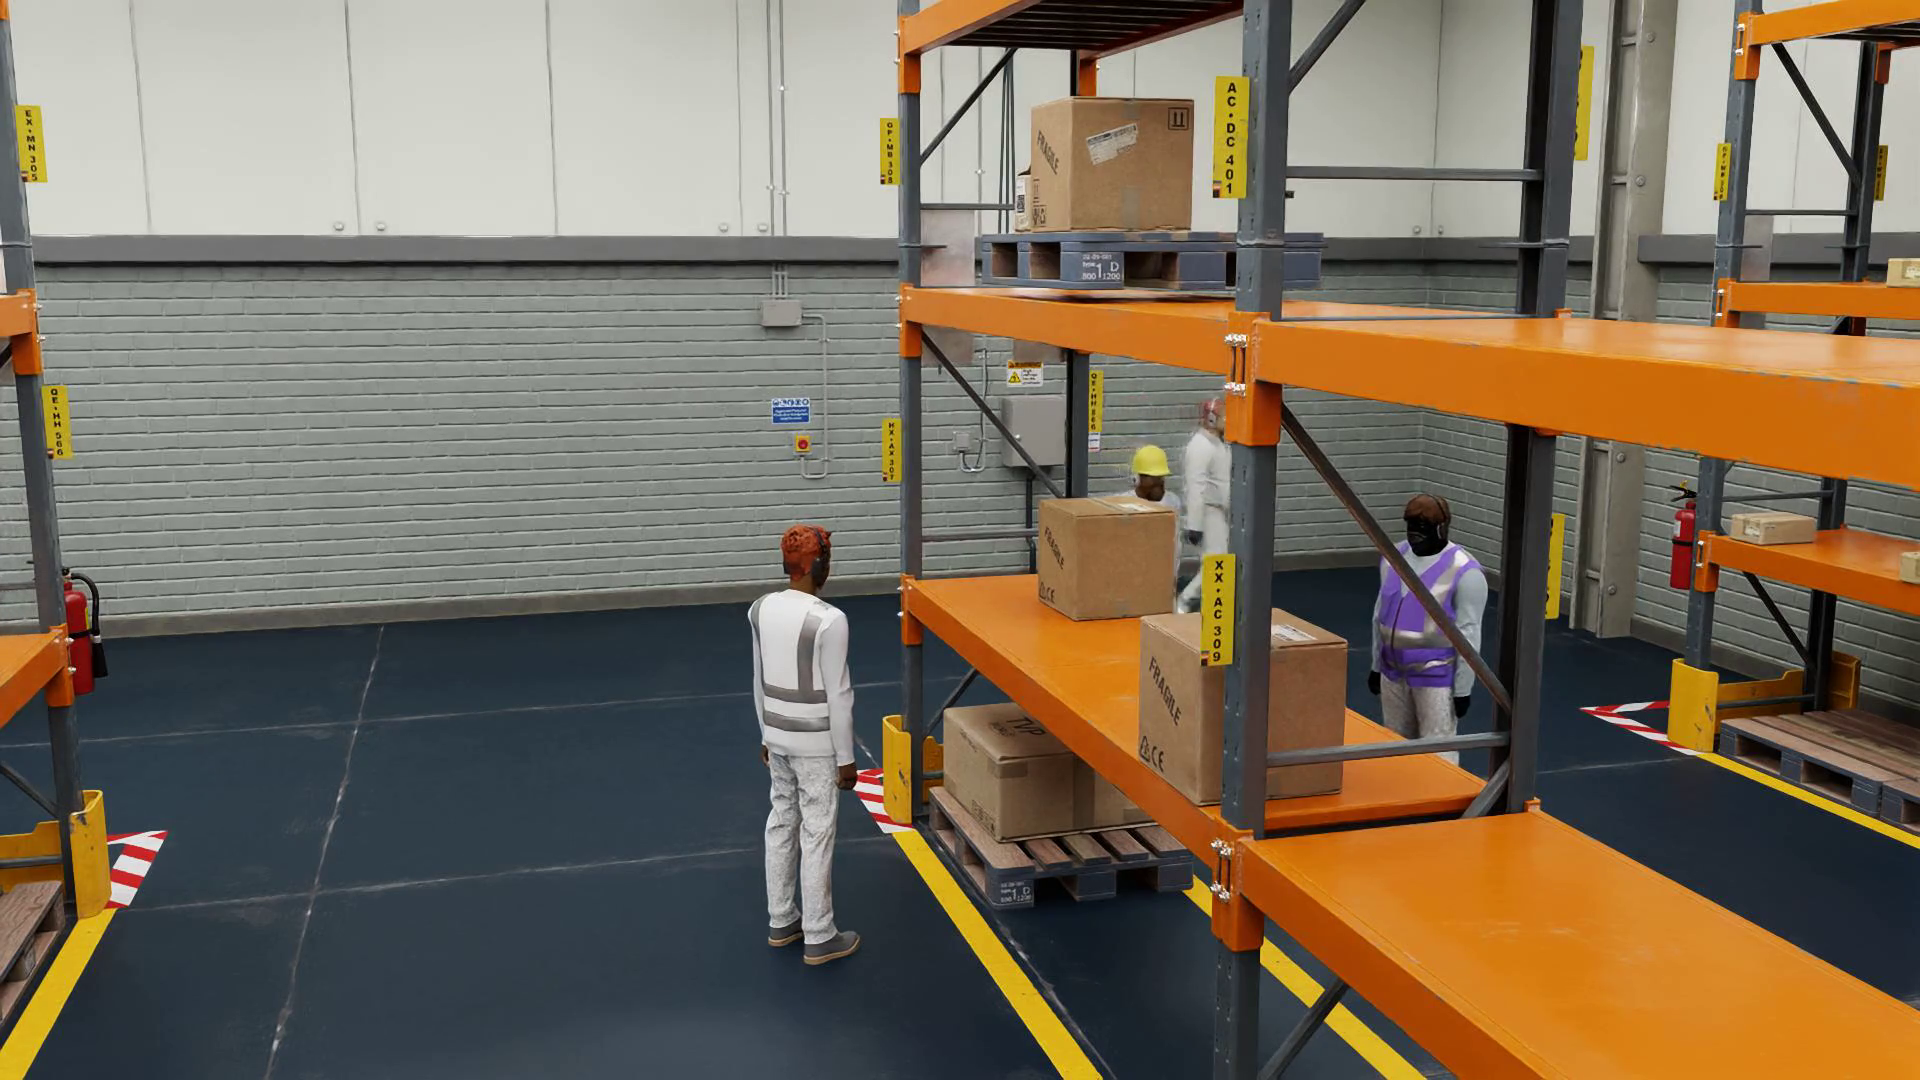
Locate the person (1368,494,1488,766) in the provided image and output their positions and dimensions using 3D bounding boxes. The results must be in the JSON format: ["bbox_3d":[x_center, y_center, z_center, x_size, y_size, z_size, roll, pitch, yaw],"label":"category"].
[{"bbox_3d":[2.309,0.675,8.334,0.429,1.837,0.630,-6,12,-32],"label":"person"}]

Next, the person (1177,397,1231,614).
[{"bbox_3d":[1.965,-0.172,12.984,0.452,1.895,0.648,4,11,20],"label":"person"}]

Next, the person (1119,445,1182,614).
[{"bbox_3d":[1.212,0.309,10.489,0.622,1.798,0.791,-5,11,-28],"label":"person"}]

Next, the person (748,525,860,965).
[{"bbox_3d":[-0.661,0.865,7.113,0.575,1.880,0.358,9,14,43],"label":"person"}]
